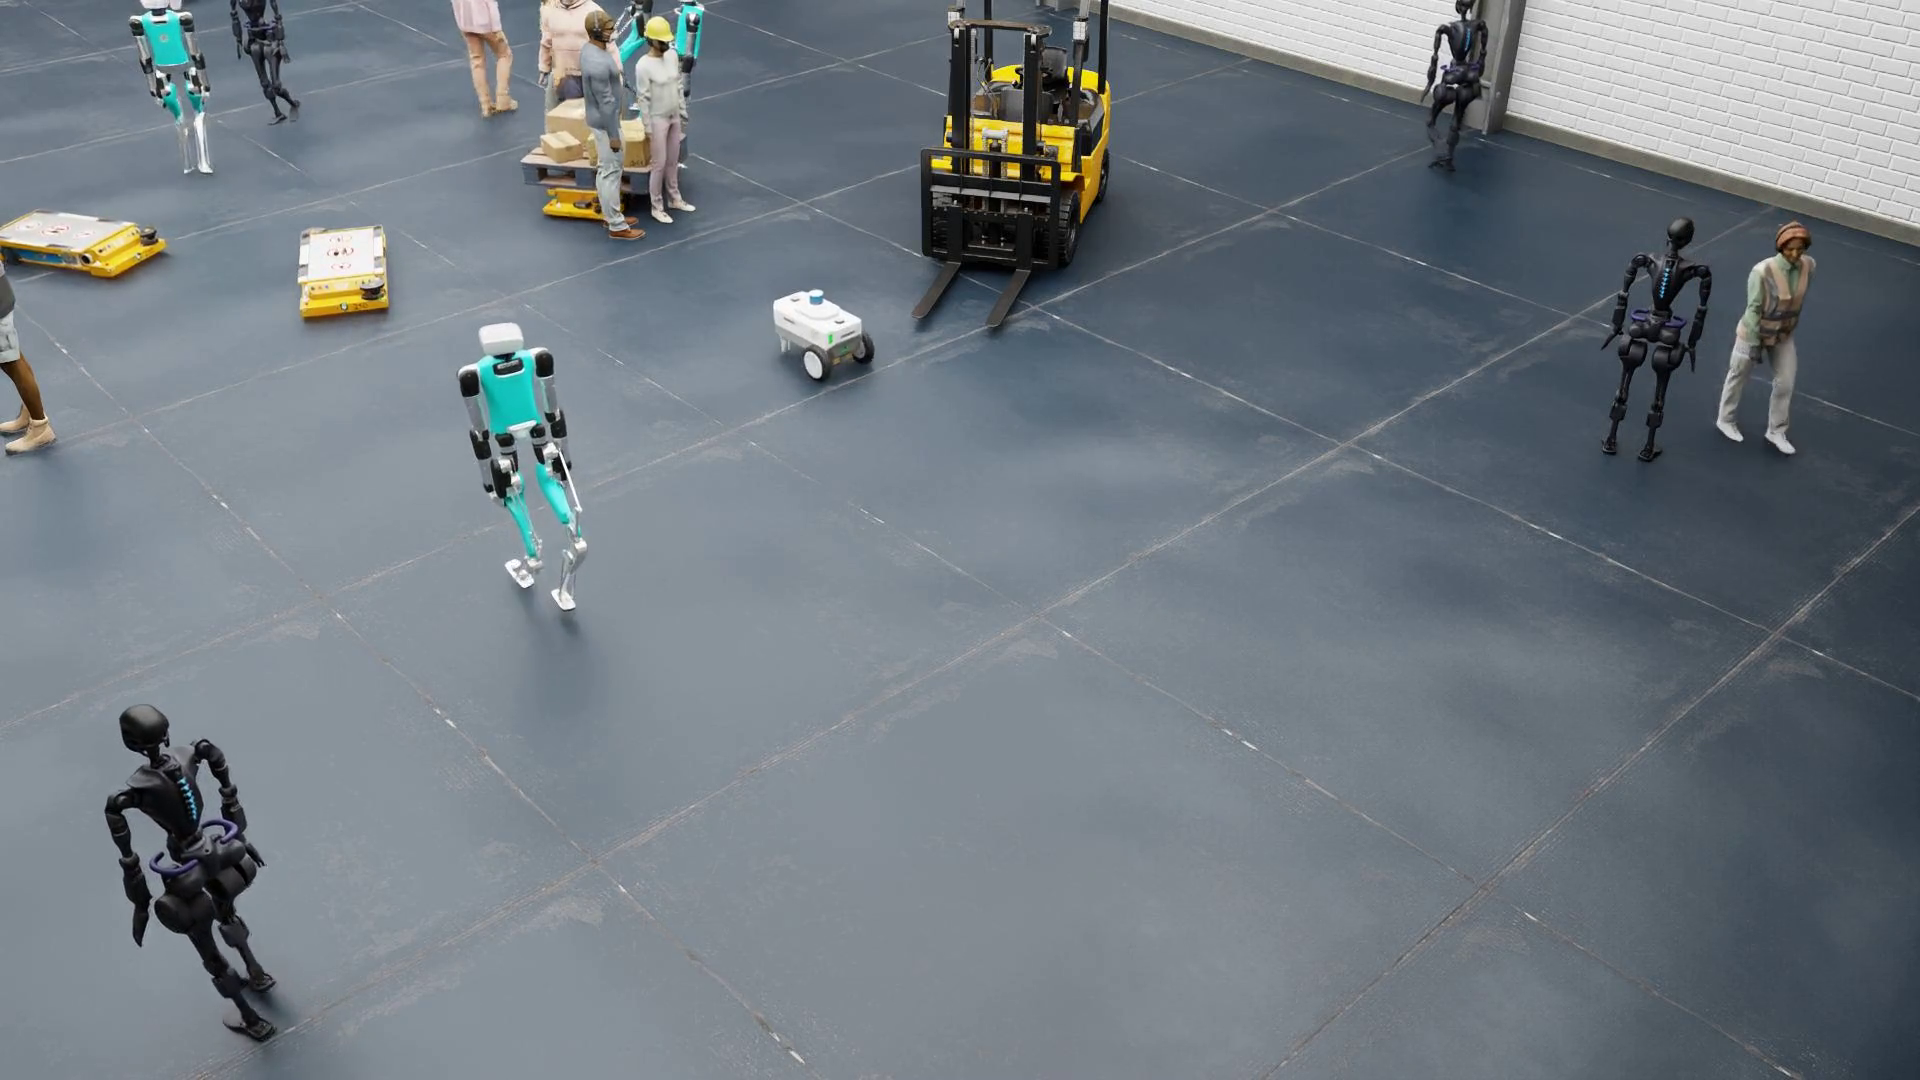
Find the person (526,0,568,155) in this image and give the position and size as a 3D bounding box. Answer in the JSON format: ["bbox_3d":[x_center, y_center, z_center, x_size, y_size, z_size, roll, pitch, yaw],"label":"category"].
[{"bbox_3d":[-3.691,-4.410,15.534,0.803,1.834,0.598,-17,37,-24],"label":"person"}]

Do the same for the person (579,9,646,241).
[{"bbox_3d":[-2.958,-3.489,14.007,0.372,1.939,0.629,-10,34,-15],"label":"person"}]

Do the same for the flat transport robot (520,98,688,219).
[{"bbox_3d":[-3.215,-3.284,15.221,0.659,0.231,1.431,7,34,11],"label":"flat transport robot"}]

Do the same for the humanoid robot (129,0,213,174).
[{"bbox_3d":[-7.157,-4.187,15.282,0.530,1.788,0.788,-10,34,-16],"label":"humanoid robot"}]

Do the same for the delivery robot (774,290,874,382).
[{"bbox_3d":[-1.039,-1.555,12.284,0.499,0.576,0.747,-27,42,-35],"label":"delivery robot"}]

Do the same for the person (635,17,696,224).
[{"bbox_3d":[-2.557,-3.653,14.422,0.330,1.759,0.535,17,37,24],"label":"person"}]

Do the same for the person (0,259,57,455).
[{"bbox_3d":[-6.398,-1.539,10.913,0.366,2.047,0.605,-18,37,-25],"label":"person"}]

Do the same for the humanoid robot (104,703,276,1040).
[{"bbox_3d":[-3.114,1.366,6.790,0.425,1.643,0.589,16,36,24],"label":"humanoid robot"}]

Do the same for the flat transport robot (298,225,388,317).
[{"bbox_3d":[-5.033,-2.221,13.587,0.659,0.231,1.431,-9,34,-14],"label":"flat transport robot"}]

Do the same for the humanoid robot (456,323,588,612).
[{"bbox_3d":[-2.384,-0.317,9.323,0.538,1.763,0.922,-18,37,-25],"label":"humanoid robot"}]

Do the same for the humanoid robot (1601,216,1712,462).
[{"bbox_3d":[4.541,-1.327,10.908,0.599,1.657,0.315,17,37,25],"label":"humanoid robot"}]

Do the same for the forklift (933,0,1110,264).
[{"bbox_3d":[0.570,-3.725,14.138,1.214,2.155,2.313,9,34,13],"label":"forklift"}]

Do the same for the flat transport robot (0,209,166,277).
[{"bbox_3d":[-7.523,-2.505,14.023,1.431,0.231,0.659,10,34,15],"label":"flat transport robot"}]

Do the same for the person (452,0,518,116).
[{"bbox_3d":[-4.813,-5.159,16.717,0.568,1.773,0.548,11,35,16],"label":"person"}]

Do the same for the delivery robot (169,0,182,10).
[{"bbox_3d":[-9.747,-6.854,20.464,0.514,0.614,0.786,2,33,3],"label":"delivery robot"}]

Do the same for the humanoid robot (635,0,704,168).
[{"bbox_3d":[-2.712,-4.183,15.262,0.834,1.757,0.549,-7,34,-10],"label":"humanoid robot"}]

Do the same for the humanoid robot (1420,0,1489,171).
[{"bbox_3d":[4.597,-4.230,15.381,0.583,1.643,0.384,-7,34,-11],"label":"humanoid robot"}]

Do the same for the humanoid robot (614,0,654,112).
[{"bbox_3d":[-3.360,-5.195,16.743,0.670,1.723,0.530,-13,35,-19],"label":"humanoid robot"}]

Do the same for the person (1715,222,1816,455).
[{"bbox_3d":[5.352,-1.306,10.948,0.507,1.611,0.662,-8,34,-12],"label":"person"}]

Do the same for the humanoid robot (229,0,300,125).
[{"bbox_3d":[-6.923,-4.970,16.519,0.611,1.642,0.368,9,34,14],"label":"humanoid robot"}]

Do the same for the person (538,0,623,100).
[{"bbox_3d":[-3.498,-4.355,15.414,0.825,1.853,0.435,6,33,9],"label":"person"}]
